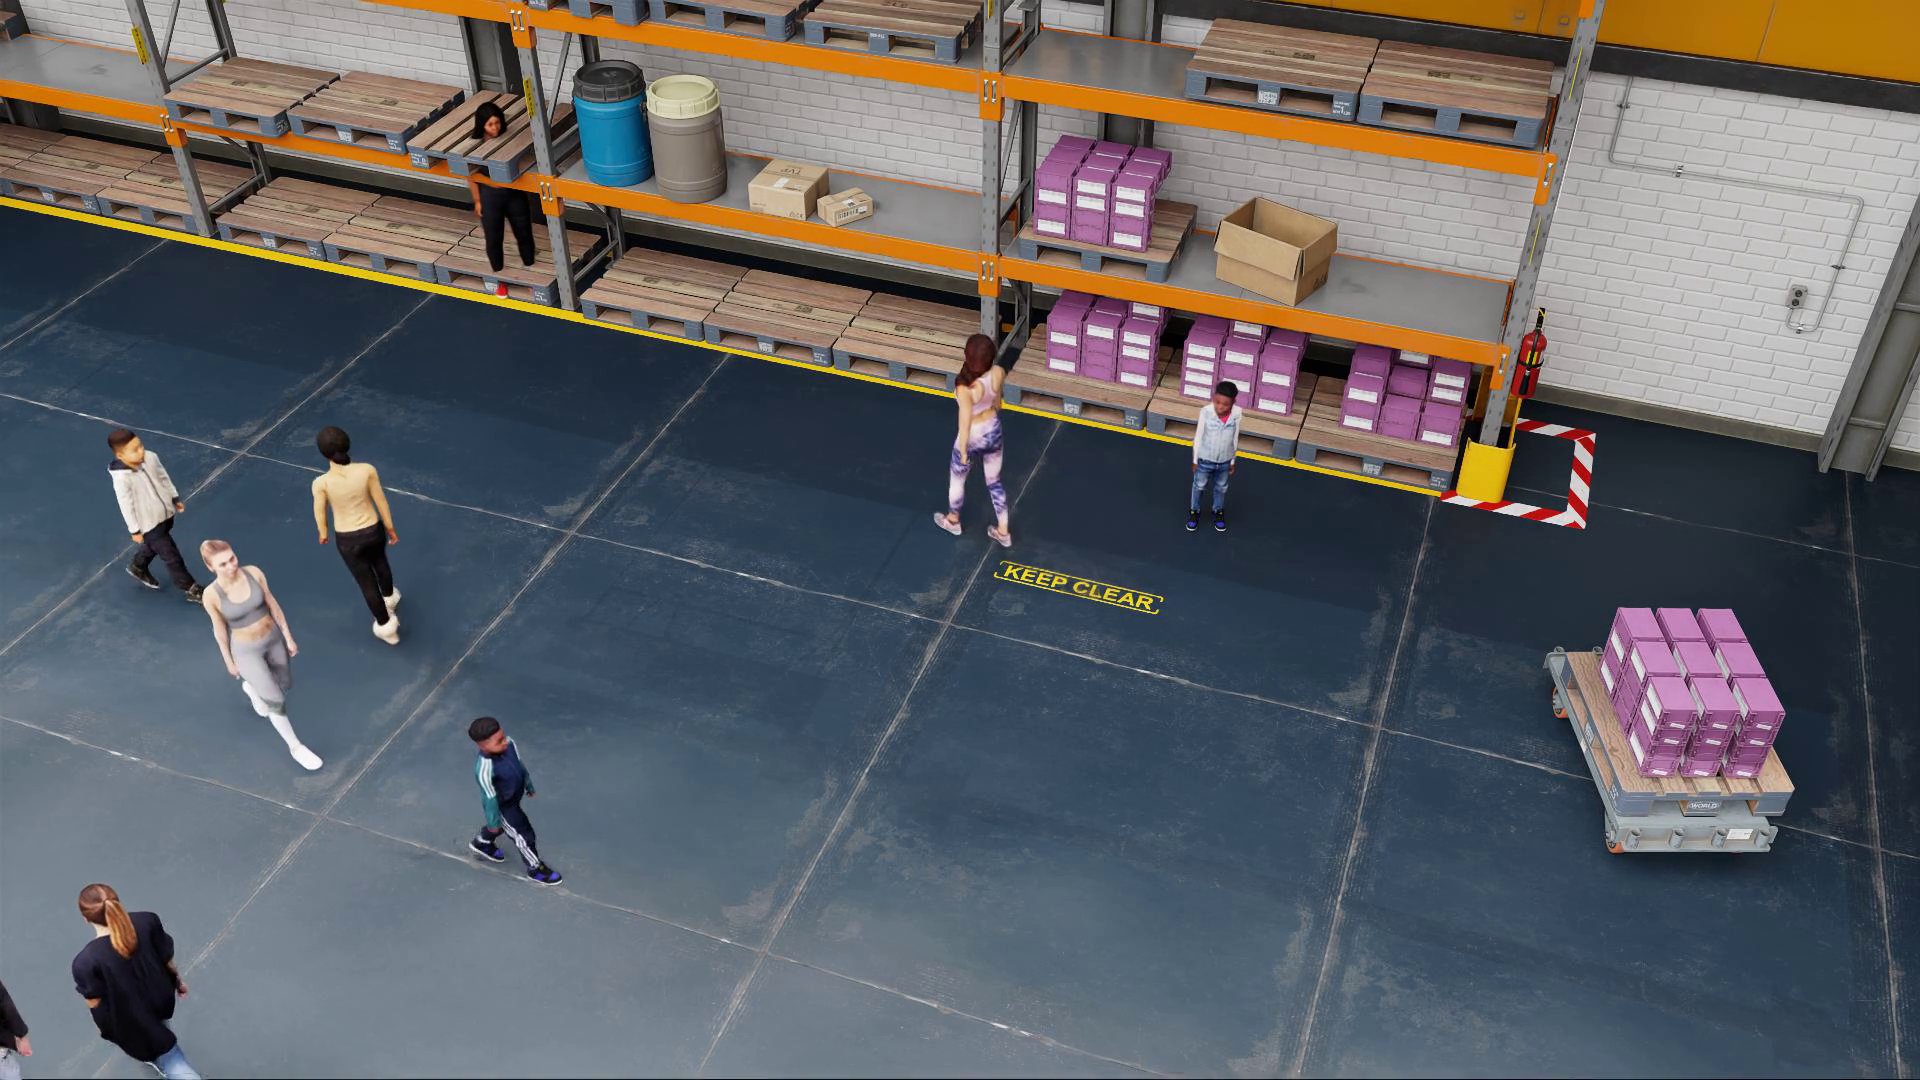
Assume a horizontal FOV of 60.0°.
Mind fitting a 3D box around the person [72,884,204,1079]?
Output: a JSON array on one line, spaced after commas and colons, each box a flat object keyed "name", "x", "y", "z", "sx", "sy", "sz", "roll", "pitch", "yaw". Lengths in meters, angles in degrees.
[{"name": "person", "x": -3.946, "y": 2.330, "z": 8.147, "sx": 1.165, "sy": 1.644, "sz": 0.798, "roll": 23, "pitch": 44, "yaw": 26}]

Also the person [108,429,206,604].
[{"name": "person", "x": -5.625, "y": -0.172, "z": 11.445, "sx": 0.992, "sy": 1.439, "sz": 0.728, "roll": 3, "pitch": 39, "yaw": 4}]

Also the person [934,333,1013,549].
[{"name": "person", "x": 0.186, "y": -0.692, "z": 11.840, "sx": 0.846, "sy": 1.758, "sz": 0.974, "roll": -27, "pitch": 46, "yaw": -30}]

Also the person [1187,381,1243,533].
[{"name": "person", "x": 1.872, "y": -0.638, "z": 12.172, "sx": 0.498, "sy": 1.260, "sz": 0.593, "roll": 2, "pitch": 39, "yaw": 3}]

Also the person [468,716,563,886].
[{"name": "person", "x": -2.666, "y": 1.461, "z": 9.557, "sx": 0.852, "sy": 1.242, "sz": 0.592, "roll": 7, "pitch": 39, "yaw": 9}]

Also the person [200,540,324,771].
[{"name": "person", "x": -4.353, "y": 0.641, "z": 10.229, "sx": 1.079, "sy": 1.685, "sz": 0.751, "roll": 26, "pitch": 45, "yaw": 29}]

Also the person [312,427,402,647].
[{"name": "person", "x": -3.951, "y": 0.012, "z": 11.052, "sx": 0.857, "sy": 1.642, "sz": 0.945, "roll": -27, "pitch": 46, "yaw": -30}]

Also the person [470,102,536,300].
[{"name": "person", "x": -4.052, "y": -3.034, "z": 14.727, "sx": 0.769, "sy": 1.814, "sz": 0.834, "roll": -15, "pitch": 41, "yaw": -18}]
